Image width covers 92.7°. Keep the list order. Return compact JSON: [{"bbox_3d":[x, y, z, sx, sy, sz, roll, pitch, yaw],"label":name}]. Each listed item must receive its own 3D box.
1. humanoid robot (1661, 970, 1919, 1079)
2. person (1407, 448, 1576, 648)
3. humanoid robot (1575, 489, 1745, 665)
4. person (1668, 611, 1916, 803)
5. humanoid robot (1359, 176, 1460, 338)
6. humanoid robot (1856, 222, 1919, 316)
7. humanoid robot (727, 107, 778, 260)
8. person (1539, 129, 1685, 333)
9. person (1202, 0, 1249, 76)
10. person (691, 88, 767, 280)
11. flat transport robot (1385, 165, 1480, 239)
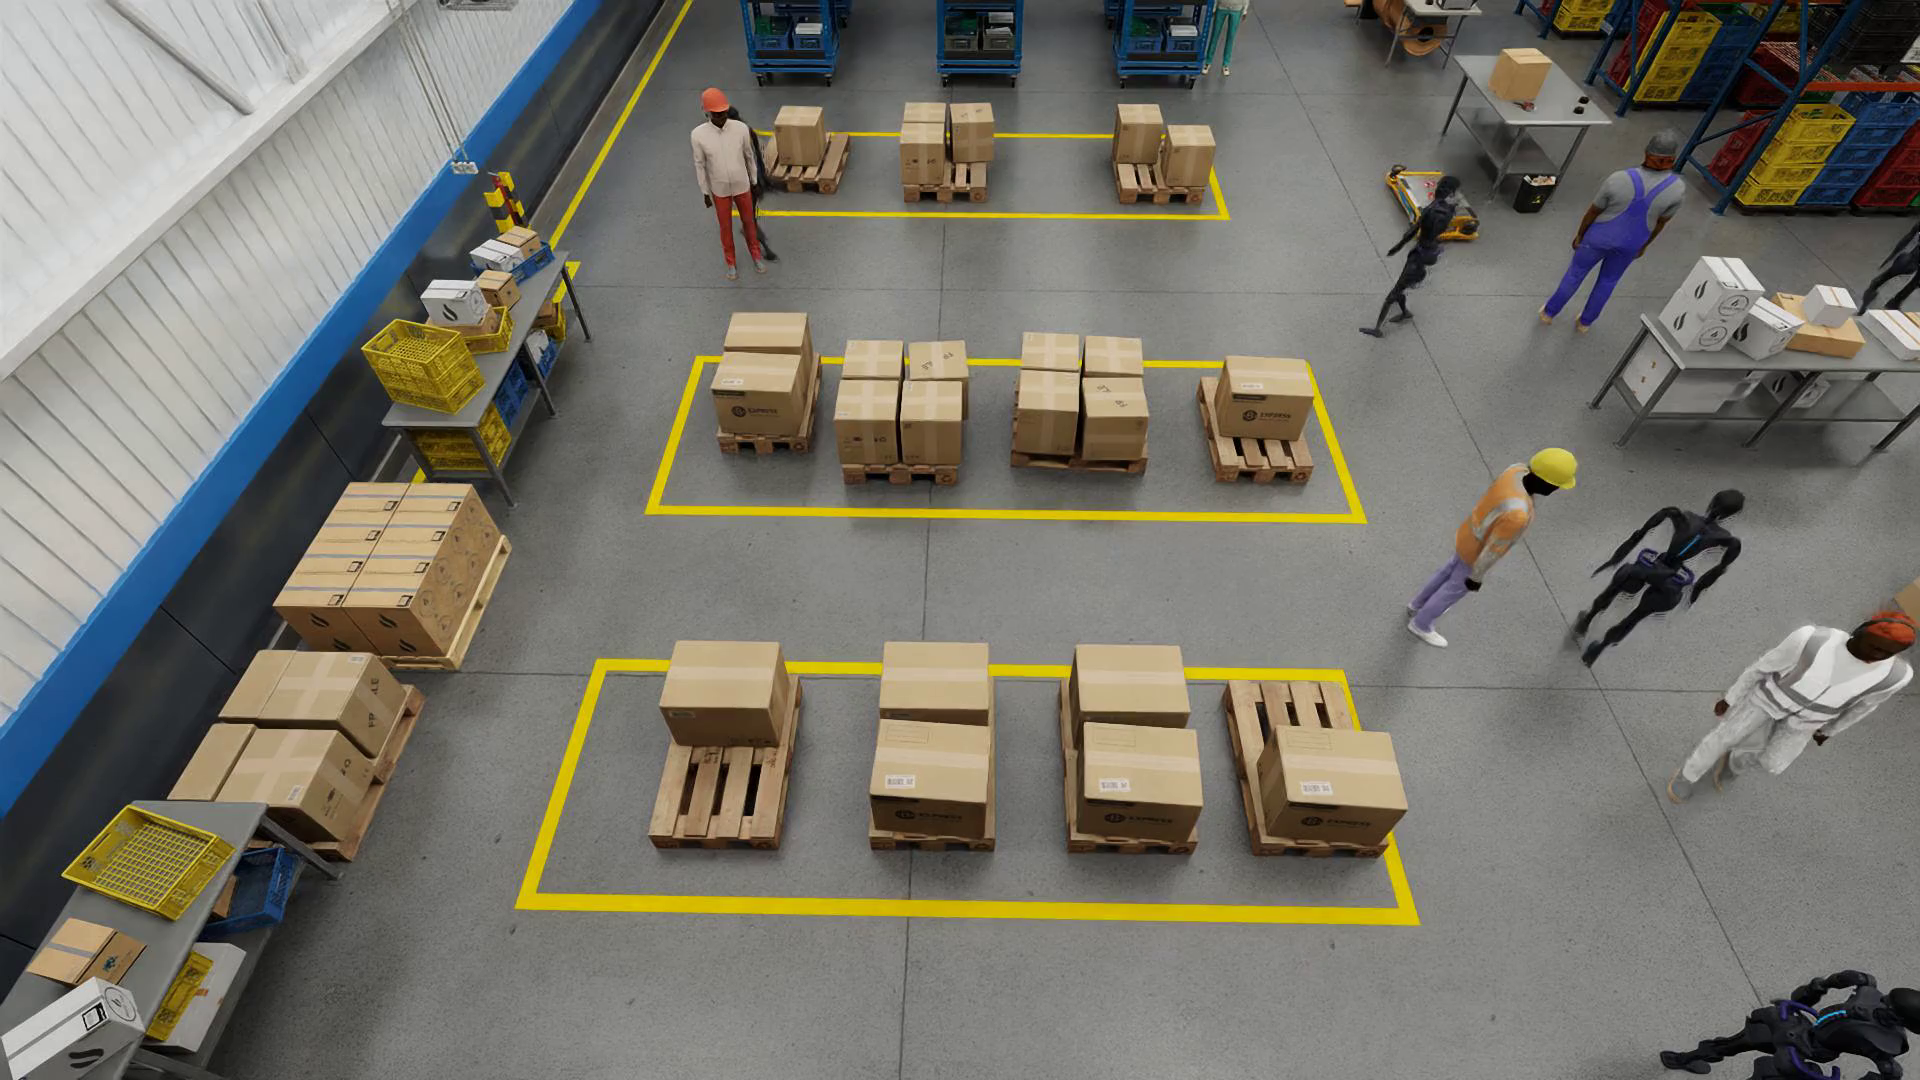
[{"bbox_3d":[4.064,2.484,4.442,0.326,1.656,0.587,14,51,12],"label":"humanoid robot"},{"bbox_3d":[3.681,0.056,6.405,0.427,1.910,0.598,17,51,14],"label":"person"},{"bbox_3d":[4.861,0.239,6.397,0.579,1.640,0.599,-36,58,-27],"label":"humanoid robot"},{"bbox_3d":[4.999,1.048,5.568,0.612,1.872,0.446,30,55,23],"label":"person"},{"bbox_3d":[4.493,-2.771,9.028,0.518,1.621,0.588,13,50,11],"label":"humanoid robot"},{"bbox_3d":[9.541,-2.826,9.045,0.602,1.645,0.427,19,52,16],"label":"humanoid robot"},{"bbox_3d":[-2.336,-3.891,10.016,0.780,1.638,0.590,33,57,25],"label":"humanoid robot"},{"bbox_3d":[6.388,-2.990,8.951,0.678,2.000,0.536,18,52,15],"label":"person"},{"bbox_3d":[3.861,-7.602,13.146,0.521,1.732,0.309,8,50,7],"label":"person"},{"bbox_3d":[-2.406,-3.703,9.595,0.620,1.996,0.370,-17,51,-14],"label":"person"},{"bbox_3d":[5.692,-4.094,11.059,0.652,0.197,1.431,1,49,1],"label":"flat transport robot"}]
